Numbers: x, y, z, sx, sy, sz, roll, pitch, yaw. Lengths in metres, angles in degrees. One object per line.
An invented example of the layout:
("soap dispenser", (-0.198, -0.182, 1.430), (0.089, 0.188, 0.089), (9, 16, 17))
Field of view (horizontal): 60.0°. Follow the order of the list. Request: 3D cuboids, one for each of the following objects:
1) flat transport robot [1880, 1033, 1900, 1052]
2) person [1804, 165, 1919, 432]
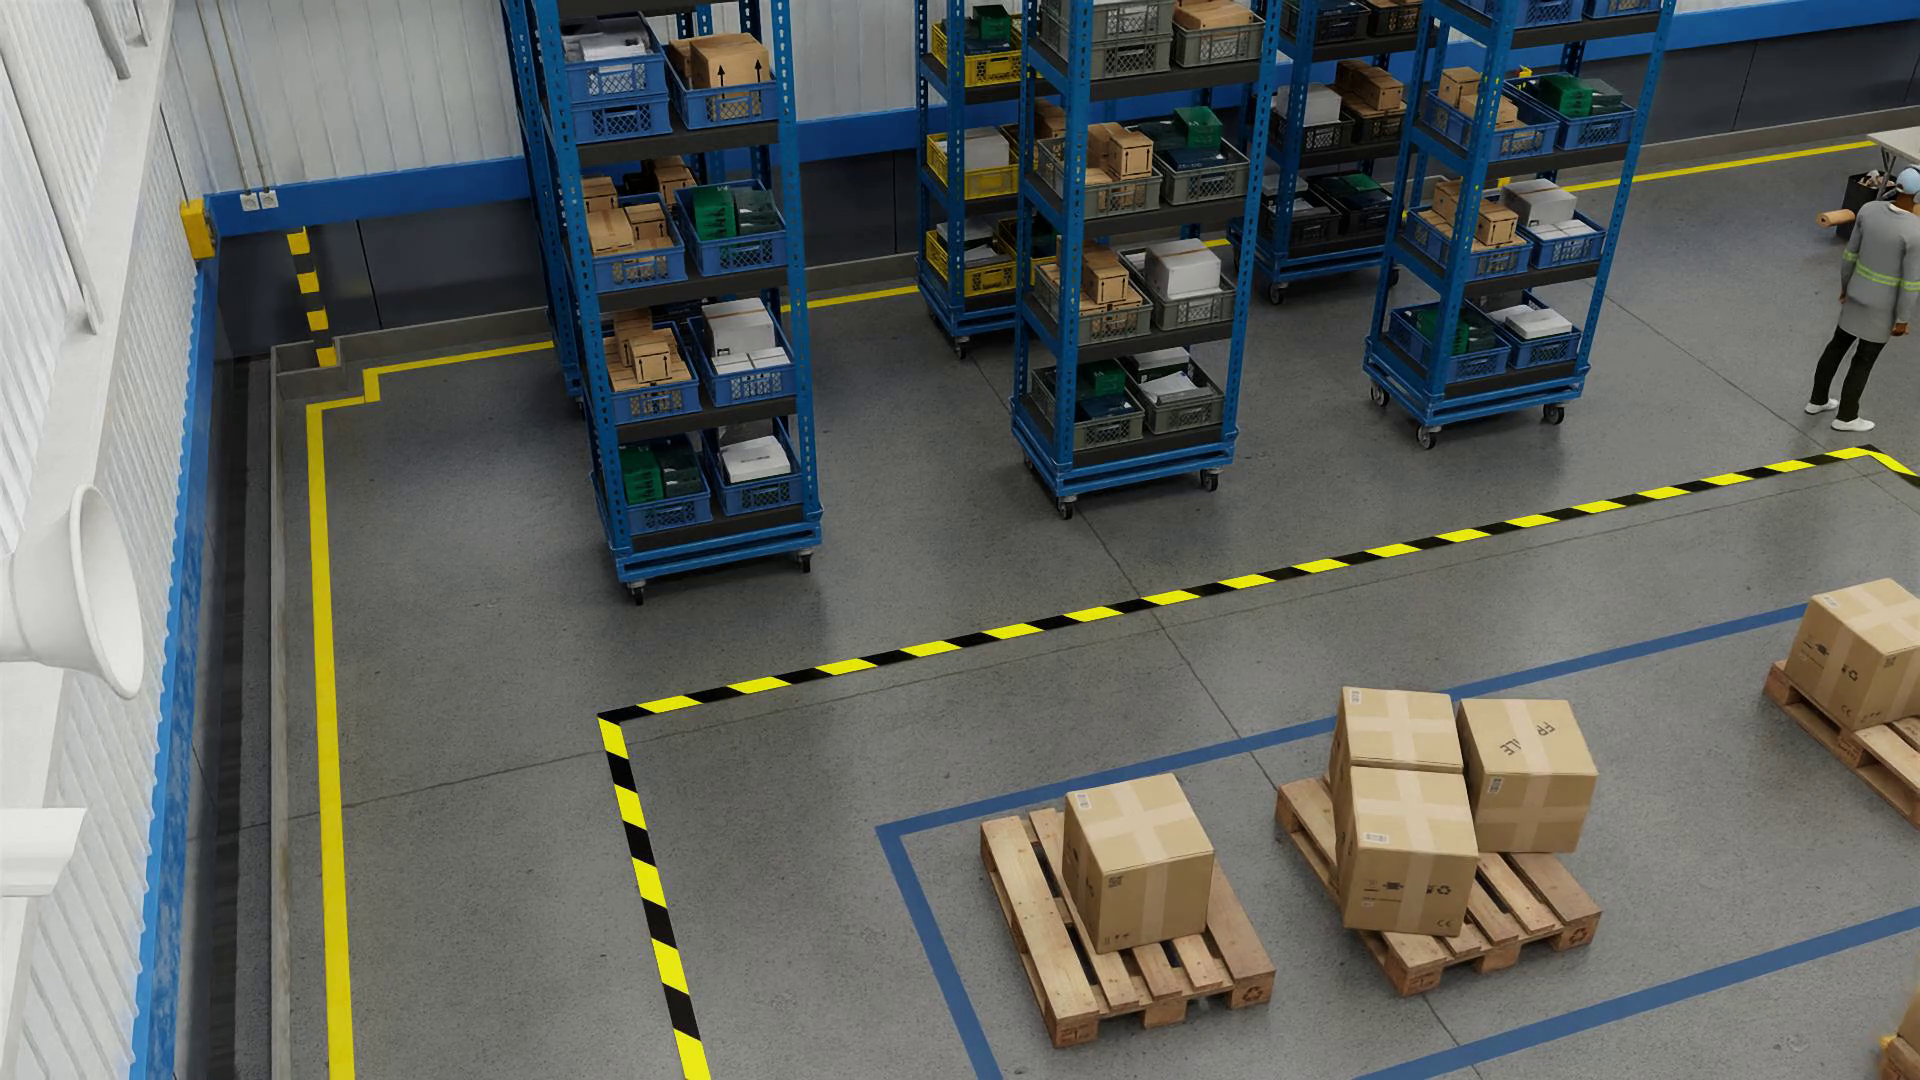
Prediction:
("flat transport robot", (4.466, 2.424, 6.594), (0.652, 0.197, 1.431), (-11, 37, -15))
("person", (6.018, -1.583, 10.927), (0.368, 1.852, 0.589), (-12, 37, -16))
